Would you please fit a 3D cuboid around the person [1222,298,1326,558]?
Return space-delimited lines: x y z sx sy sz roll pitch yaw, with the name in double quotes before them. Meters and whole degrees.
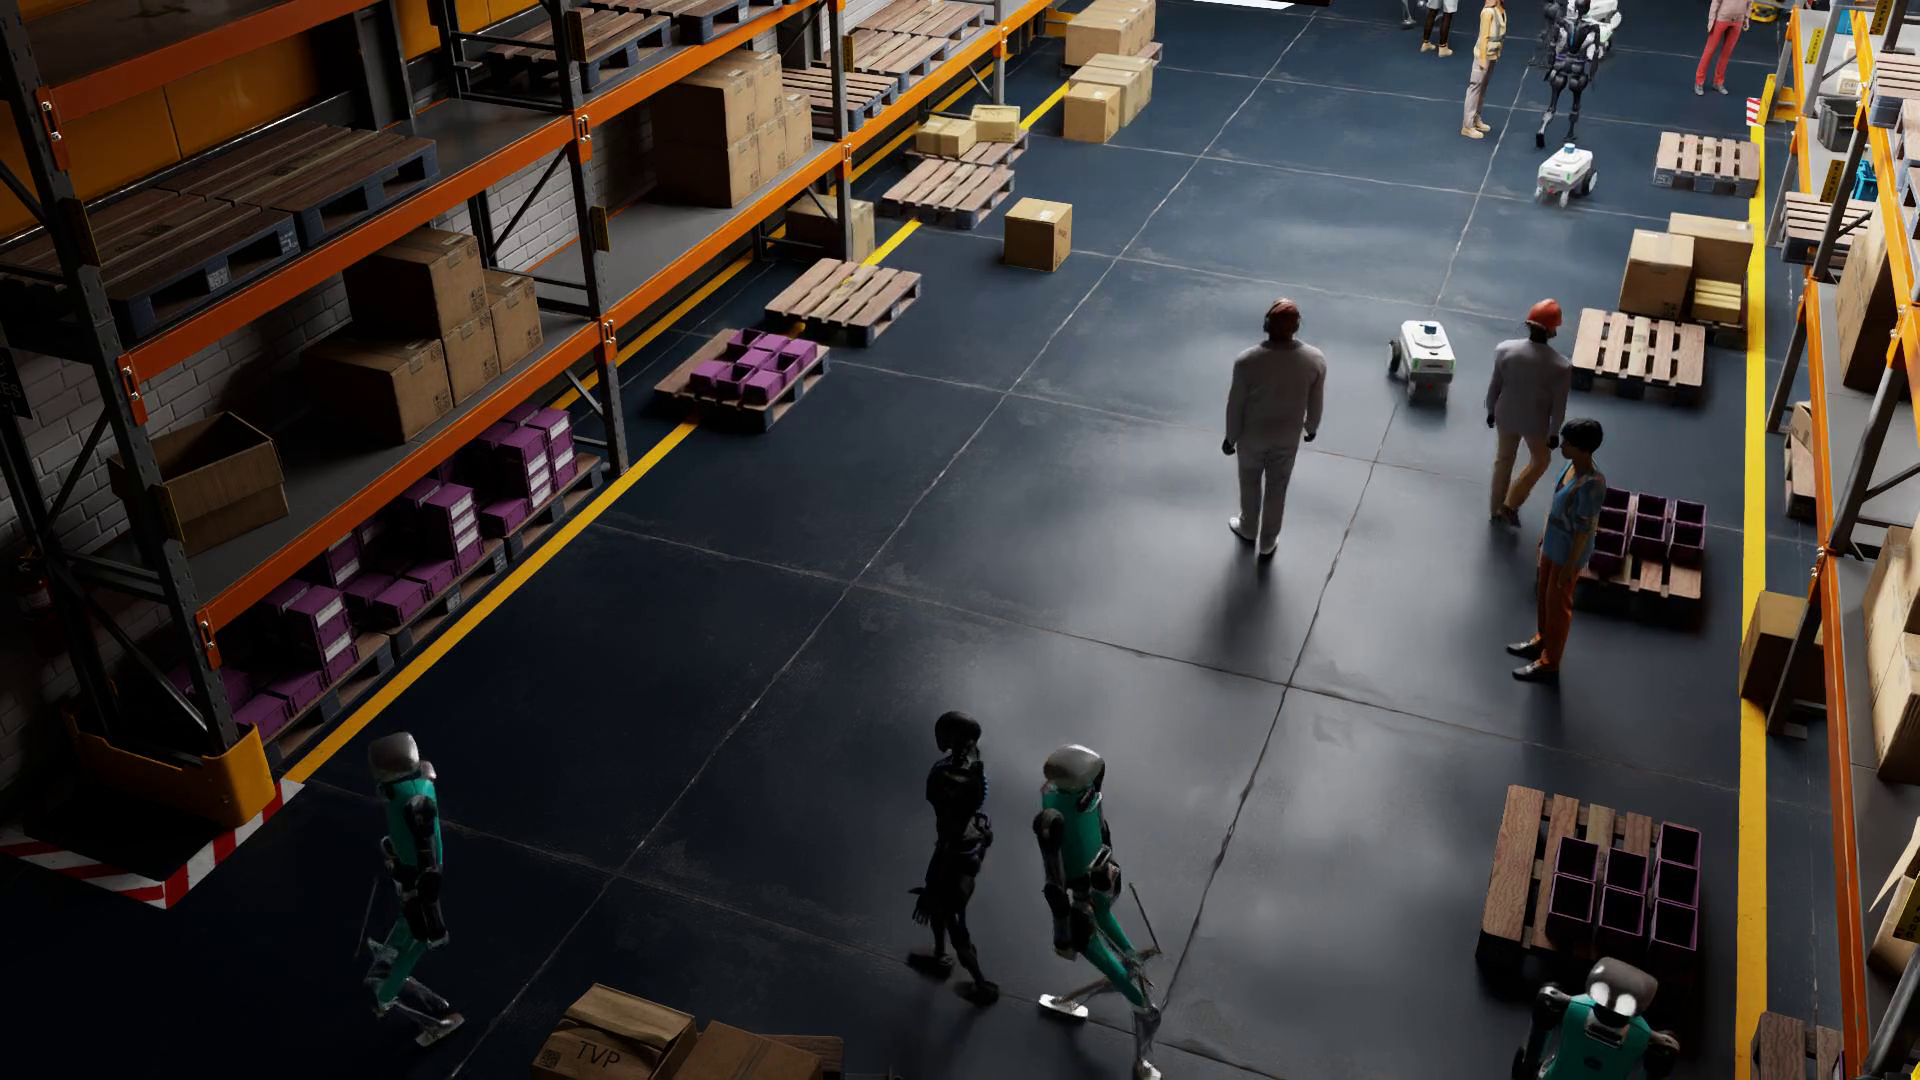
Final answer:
"person" 2.101 -0.775 11.299 0.675 1.893 0.525 -3 33 -5

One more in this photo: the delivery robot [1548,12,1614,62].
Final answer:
"delivery robot" 8.007 -6.459 21.342 0.797 0.613 0.499 16 36 23

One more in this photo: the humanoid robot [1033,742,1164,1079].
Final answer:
"humanoid robot" 0.765 1.752 7.565 0.884 1.771 0.536 16 36 23

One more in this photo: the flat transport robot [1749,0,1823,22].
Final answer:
"flat transport robot" 11.282 -7.482 23.171 1.431 0.231 0.659 -25 40 -33

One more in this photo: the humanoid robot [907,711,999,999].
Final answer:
"humanoid robot" -0.032 1.533 7.944 0.531 1.655 0.615 8 34 12

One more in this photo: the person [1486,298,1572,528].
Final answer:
"person" 3.938 -0.866 11.567 0.581 1.740 0.380 28 42 36

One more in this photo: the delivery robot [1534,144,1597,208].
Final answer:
"delivery robot" 6.253 -3.802 17.205 0.499 0.587 0.781 22 39 30

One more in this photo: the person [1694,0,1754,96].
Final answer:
"person" 9.148 -6.172 19.765 0.532 1.766 0.326 -4 33 -7

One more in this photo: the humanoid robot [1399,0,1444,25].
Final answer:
"humanoid robot" 6.175 -7.648 22.062 0.969 1.733 0.547 -24 40 -32

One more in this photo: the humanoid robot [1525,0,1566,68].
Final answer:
"humanoid robot" 7.378 -6.680 20.646 0.437 1.637 0.610 4 33 7

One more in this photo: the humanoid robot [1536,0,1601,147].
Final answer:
"humanoid robot" 6.696 -5.143 18.289 0.590 1.649 0.690 22 39 30

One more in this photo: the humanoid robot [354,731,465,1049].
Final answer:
"humanoid robot" -2.607 1.701 7.625 0.638 1.807 0.543 -16 36 -23

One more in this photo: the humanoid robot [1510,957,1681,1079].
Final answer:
"humanoid robot" 2.531 2.254 6.773 0.555 1.778 0.886 17 37 25

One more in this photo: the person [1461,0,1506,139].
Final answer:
"person" 5.904 -5.403 18.569 0.321 1.771 0.470 20 38 27

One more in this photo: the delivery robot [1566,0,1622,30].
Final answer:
"delivery robot" 8.504 -7.119 22.363 0.816 0.613 0.499 -20 38 -28

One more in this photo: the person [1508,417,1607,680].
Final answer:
"person" 3.661 0.052 10.139 0.341 1.758 0.507 2 33 3

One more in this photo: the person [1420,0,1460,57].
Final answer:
"person" 6.187 -7.024 21.153 0.321 1.691 0.532 -22 39 -30

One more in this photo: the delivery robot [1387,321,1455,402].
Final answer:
"delivery robot" 3.826 -1.521 13.661 0.499 0.571 0.756 2 33 3
